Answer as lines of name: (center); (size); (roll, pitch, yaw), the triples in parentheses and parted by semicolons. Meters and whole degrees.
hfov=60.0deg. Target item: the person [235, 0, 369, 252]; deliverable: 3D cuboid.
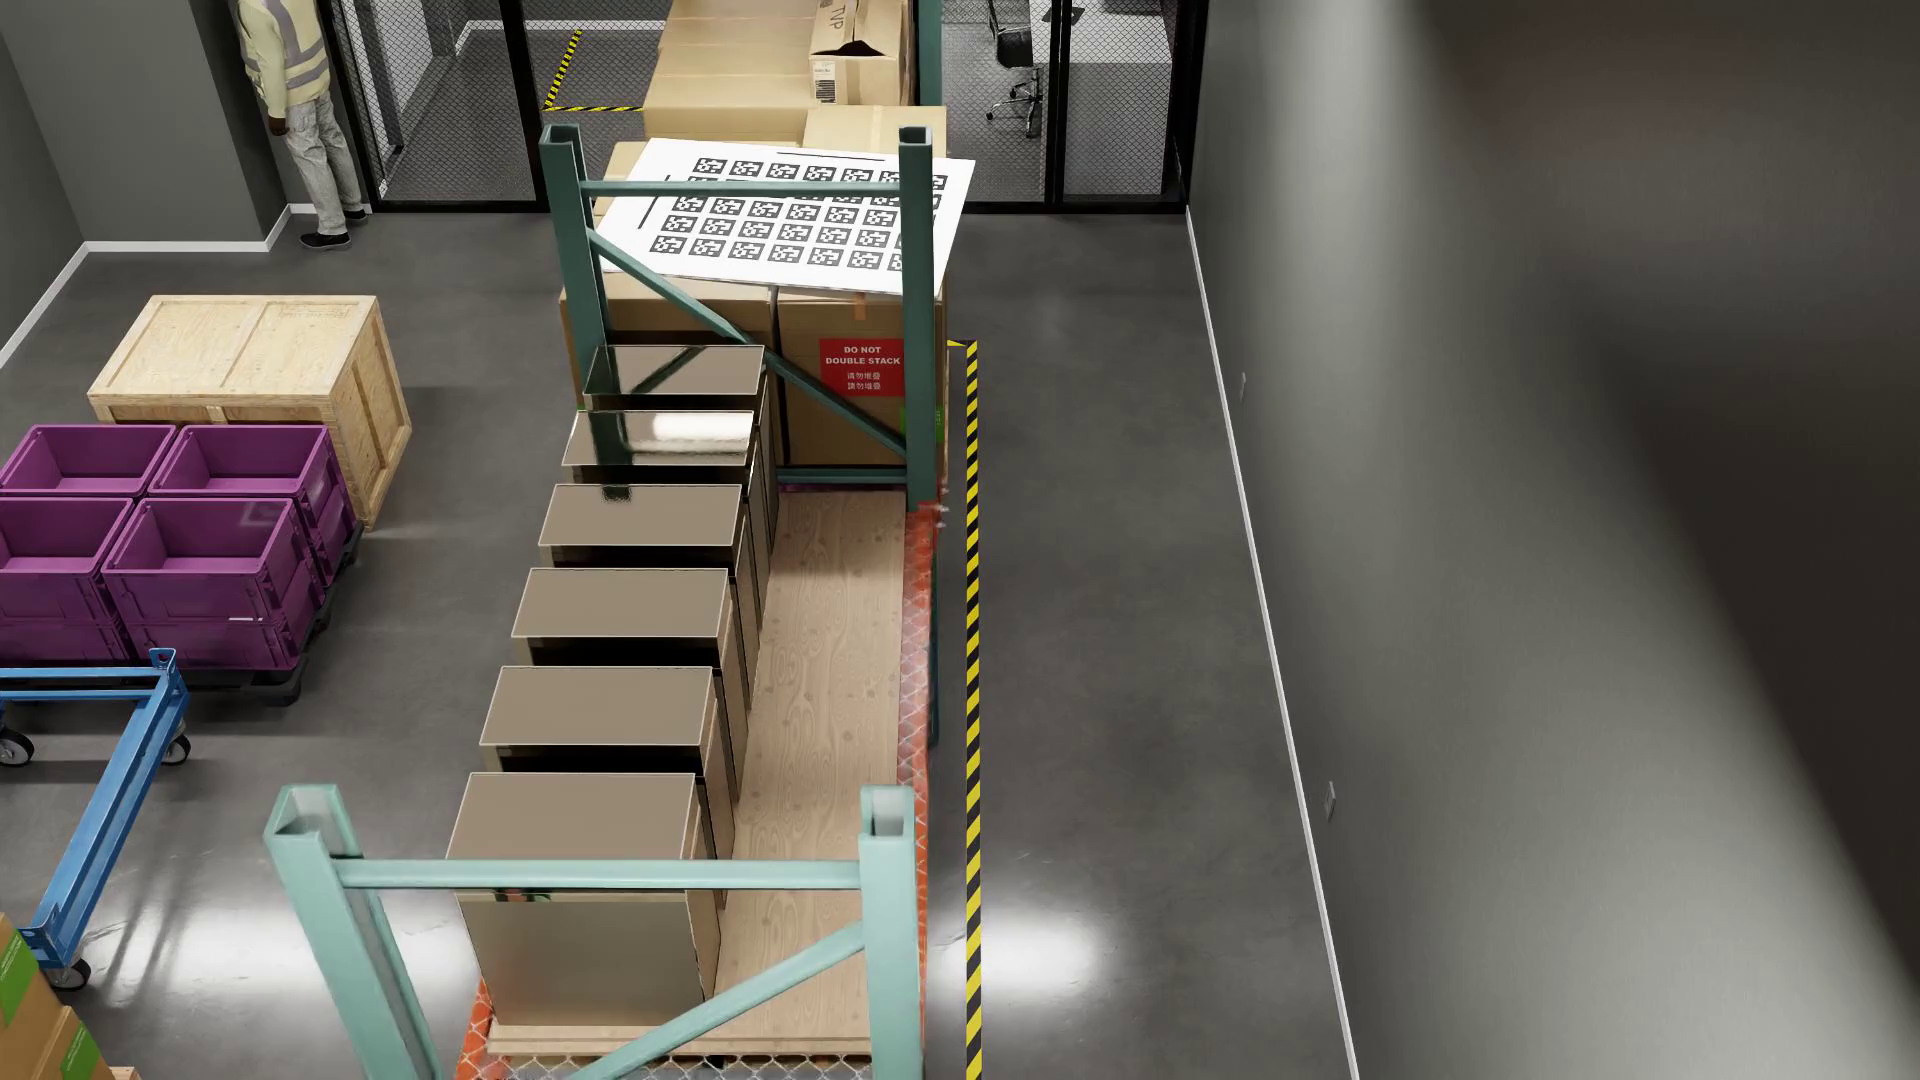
person: (-3.493, -2.388, 8.696); (0.404, 1.830, 0.601); (5, 41, 6)
